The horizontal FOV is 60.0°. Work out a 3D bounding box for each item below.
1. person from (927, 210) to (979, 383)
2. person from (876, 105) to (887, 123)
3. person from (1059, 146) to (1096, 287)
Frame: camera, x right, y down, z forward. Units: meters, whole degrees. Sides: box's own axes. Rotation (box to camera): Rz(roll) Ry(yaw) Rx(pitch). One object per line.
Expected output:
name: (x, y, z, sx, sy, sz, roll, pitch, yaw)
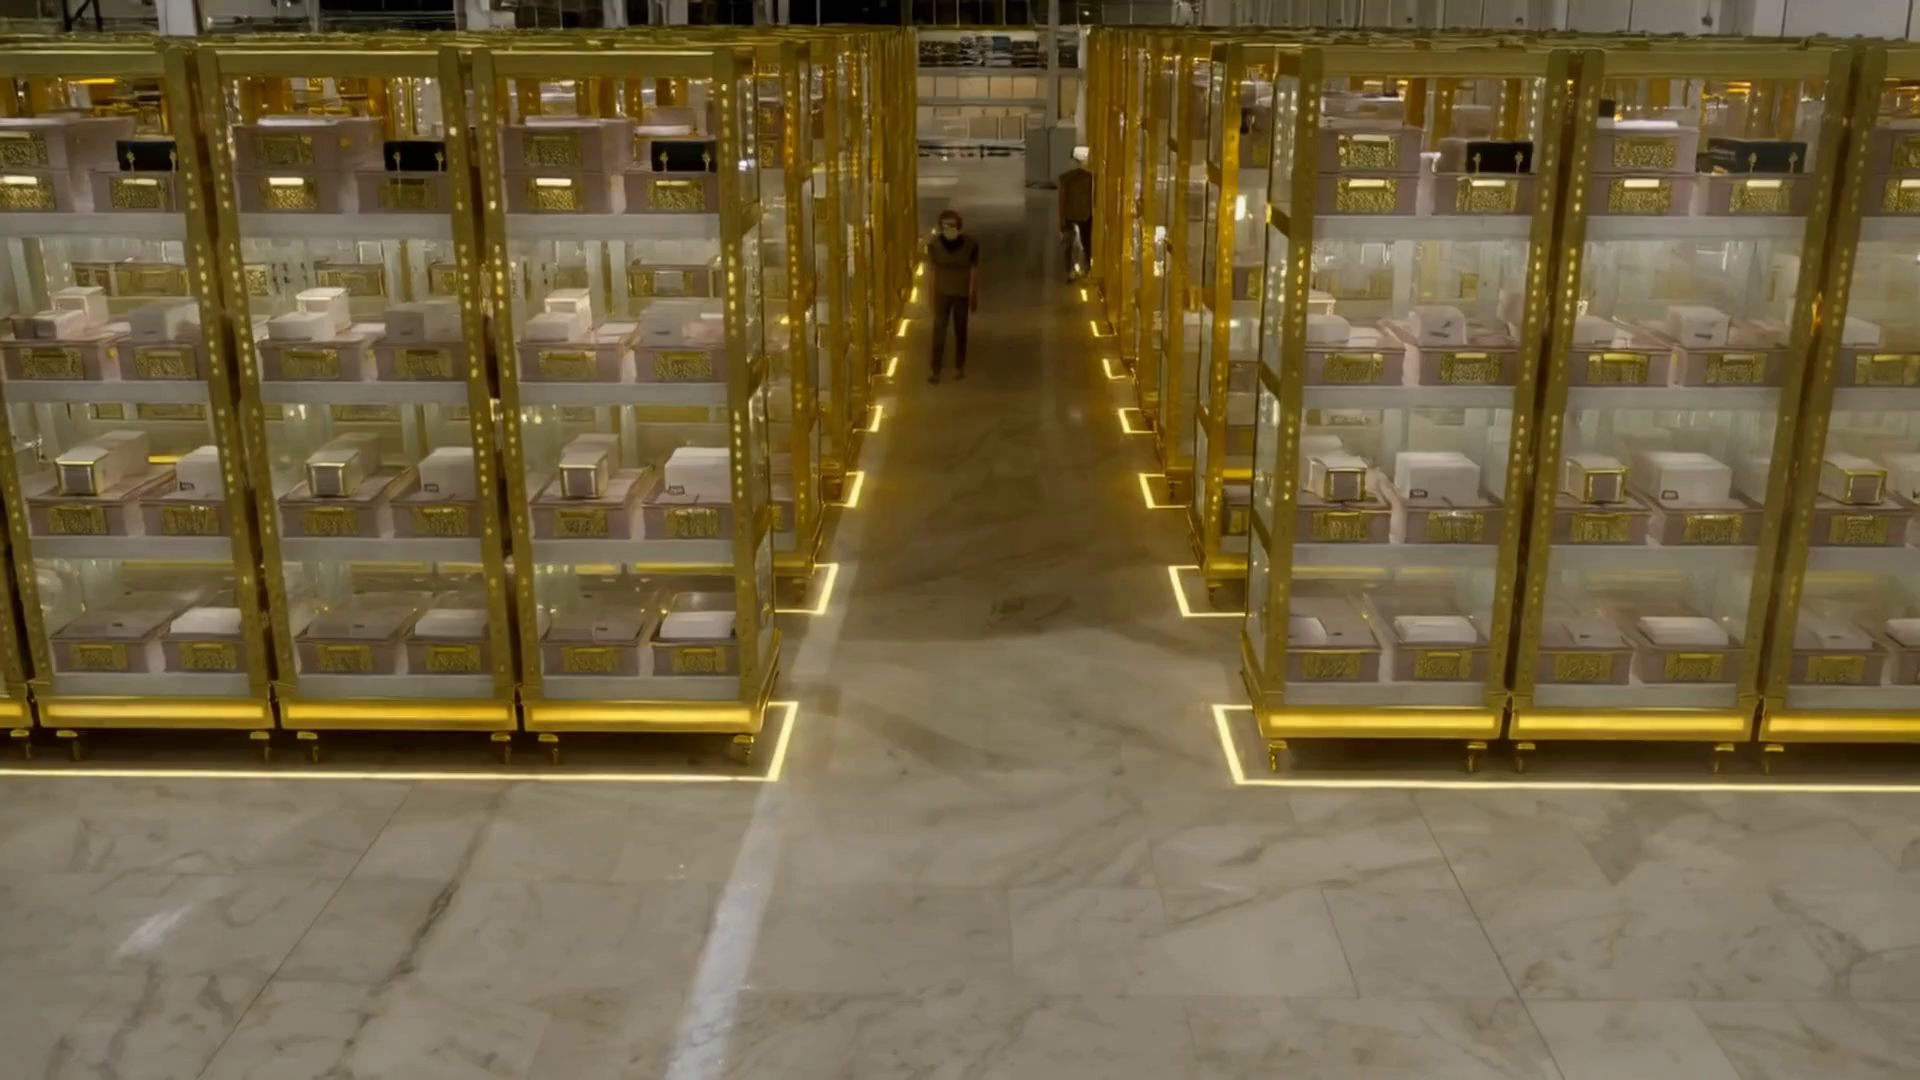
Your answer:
person: (-0.096, -2.548, 17.524, 0.571, 1.812, 0.871, 3, 18, 8)
person: (-1.972, -9.713, 40.198, 0.915, 1.916, 0.621, -9, 20, -27)
person: (1.717, -4.633, 23.859, 0.609, 1.995, 0.375, 9, 20, 27)
